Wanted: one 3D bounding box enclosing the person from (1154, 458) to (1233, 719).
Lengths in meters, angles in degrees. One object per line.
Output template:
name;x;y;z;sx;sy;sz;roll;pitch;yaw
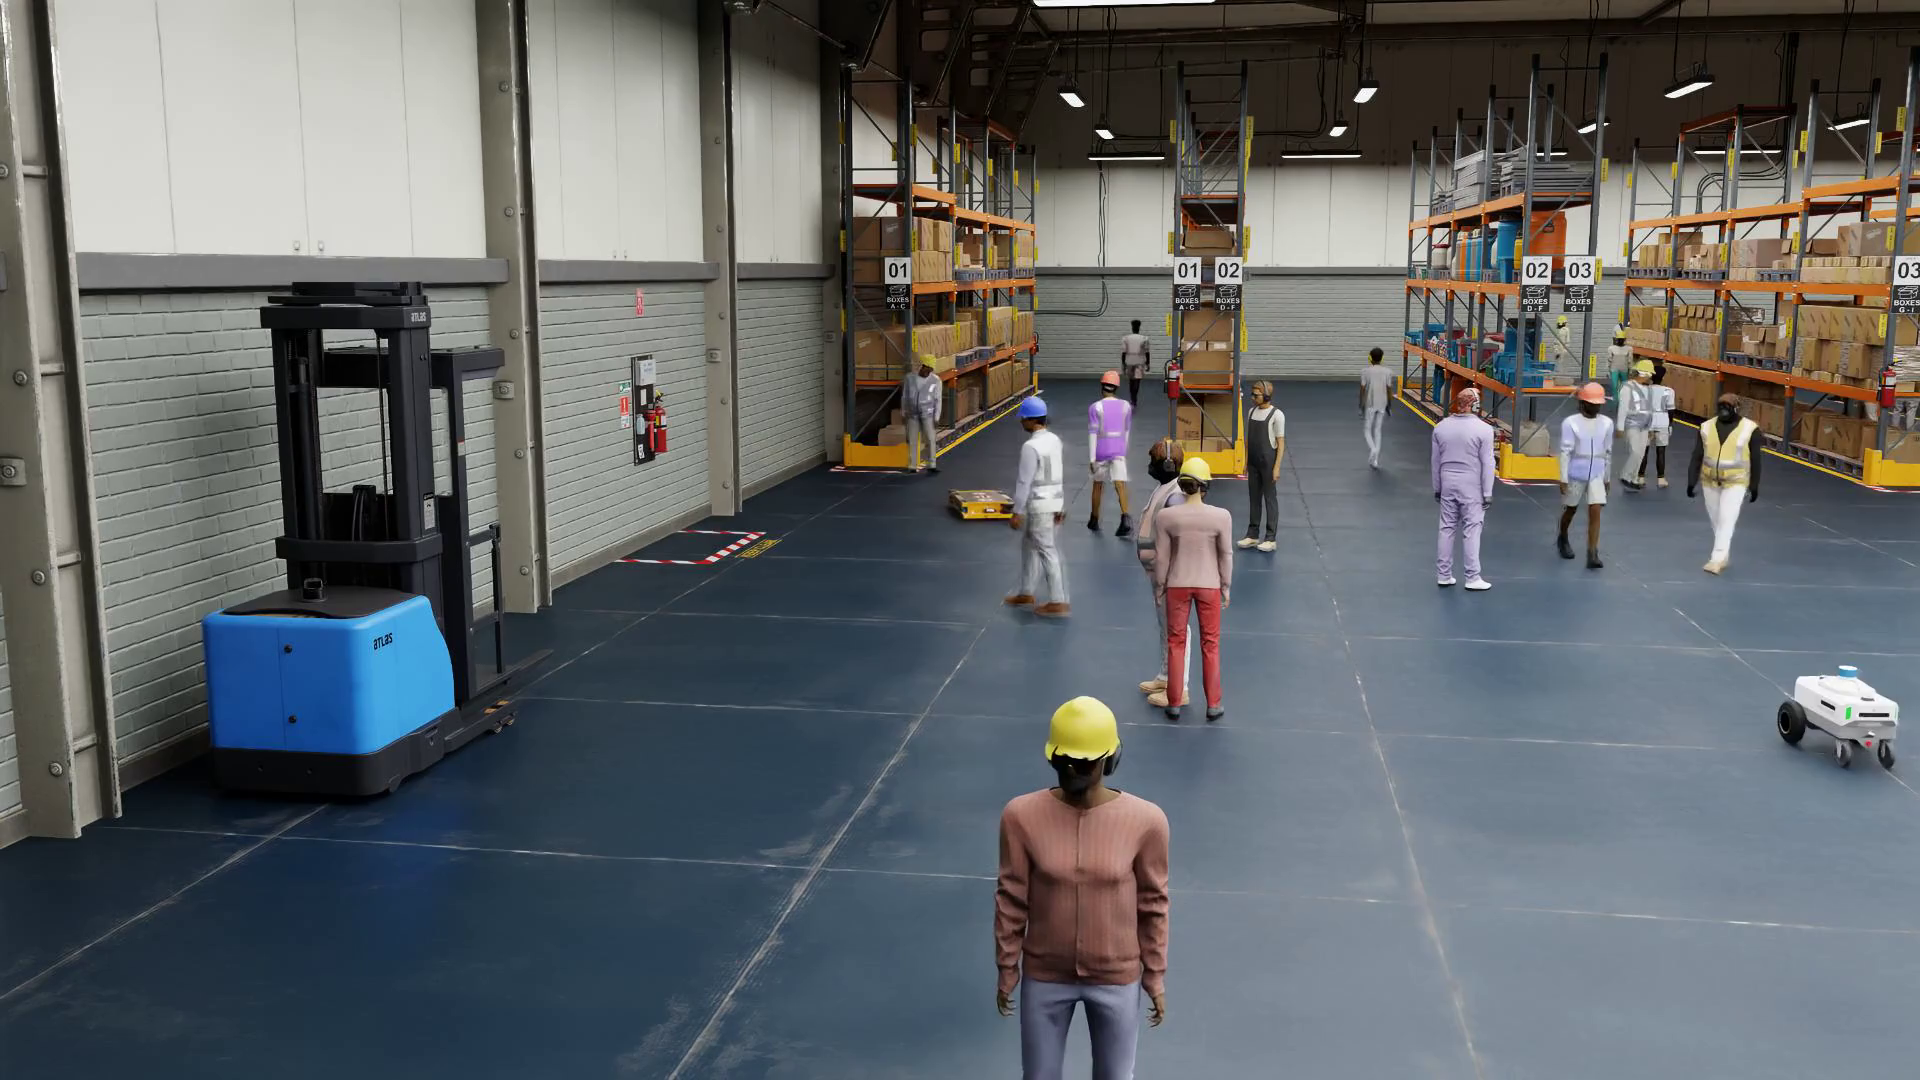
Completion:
person;1.569;0.327;11.210;0.524;1.764;0.329;2;9;11

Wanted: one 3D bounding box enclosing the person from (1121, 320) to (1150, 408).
person;3.899;-3.899;36.798;0.607;1.911;1.017;3;10;18

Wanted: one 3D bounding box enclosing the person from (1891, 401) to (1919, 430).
person;16.557;-2.654;29.016;0.405;1.946;0.610;-3;10;-19

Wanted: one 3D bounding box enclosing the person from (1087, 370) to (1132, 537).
person;1.729;-0.997;19.045;0.538;1.890;1.027;-2;9;-14

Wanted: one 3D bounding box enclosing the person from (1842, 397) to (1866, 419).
person;15.911;-2.748;29.488;0.607;1.974;1.102;3;10;17

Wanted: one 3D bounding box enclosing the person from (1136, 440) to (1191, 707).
person;1.444;0.222;11.607;0.429;1.842;0.633;0;9;-2

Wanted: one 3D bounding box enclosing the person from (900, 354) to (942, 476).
person;-0.592;-1.830;24.448;0.657;1.793;0.406;2;9;12

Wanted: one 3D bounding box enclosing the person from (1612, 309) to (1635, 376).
person;16.802;-4.762;41.864;0.679;2.000;0.537;8;12;42

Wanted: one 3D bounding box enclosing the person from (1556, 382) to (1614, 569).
person;6.425;-0.688;17.131;0.578;1.901;0.968;0;9;2

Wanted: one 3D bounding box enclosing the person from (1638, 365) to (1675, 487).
person;9.691;-1.589;23.223;0.535;1.697;0.322;7;12;37

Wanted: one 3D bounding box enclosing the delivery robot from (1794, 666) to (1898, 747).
delivery robot;5.539;1.033;10.409;0.477;0.478;0.707;0;9;1

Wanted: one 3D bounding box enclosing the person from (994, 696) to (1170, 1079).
person;0.367;1.326;5.039;0.531;1.765;0.327;1;9;6

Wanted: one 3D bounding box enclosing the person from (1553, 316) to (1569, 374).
person;15.729;-4.951;43.605;0.429;1.821;0.621;5;11;30

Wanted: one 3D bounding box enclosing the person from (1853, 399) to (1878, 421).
person;15.835;-2.456;28.917;0.518;1.582;0.834;-1;9;-6

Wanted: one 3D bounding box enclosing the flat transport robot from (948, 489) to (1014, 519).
flat transport robot;0.268;-0.455;20.748;0.652;0.197;1.431;-1;9;-8

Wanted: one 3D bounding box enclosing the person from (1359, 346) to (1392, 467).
person;6.407;-2.039;25.550;0.542;1.850;0.496;0;9;0

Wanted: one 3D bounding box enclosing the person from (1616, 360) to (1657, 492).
person;9.228;-1.549;22.640;0.632;1.802;0.450;-6;11;-31

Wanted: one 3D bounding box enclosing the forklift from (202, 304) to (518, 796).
forklift;-3.673;-0.038;10.147;1.129;2.768;1.873;1;9;9

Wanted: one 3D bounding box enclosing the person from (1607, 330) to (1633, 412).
person;14.163;-3.641;35.735;0.531;1.739;0.737;2;9;12

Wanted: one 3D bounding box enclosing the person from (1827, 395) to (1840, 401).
person;20.610;-4.180;38.566;0.679;1.908;0.597;-1;9;-9

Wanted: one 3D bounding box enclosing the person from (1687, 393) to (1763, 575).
person;7.620;-0.568;16.645;0.894;1.796;0.638;-9;13;-43

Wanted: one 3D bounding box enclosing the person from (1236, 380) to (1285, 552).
person;3.262;-0.806;17.952;0.345;1.841;0.506;-7;11;-36

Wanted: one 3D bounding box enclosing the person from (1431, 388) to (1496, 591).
person;4.788;-0.487;15.779;0.399;1.910;0.643;-8;12;-40

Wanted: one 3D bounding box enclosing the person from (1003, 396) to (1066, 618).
person;0.613;-0.296;14.559;0.800;1.912;0.637;4;10;24
